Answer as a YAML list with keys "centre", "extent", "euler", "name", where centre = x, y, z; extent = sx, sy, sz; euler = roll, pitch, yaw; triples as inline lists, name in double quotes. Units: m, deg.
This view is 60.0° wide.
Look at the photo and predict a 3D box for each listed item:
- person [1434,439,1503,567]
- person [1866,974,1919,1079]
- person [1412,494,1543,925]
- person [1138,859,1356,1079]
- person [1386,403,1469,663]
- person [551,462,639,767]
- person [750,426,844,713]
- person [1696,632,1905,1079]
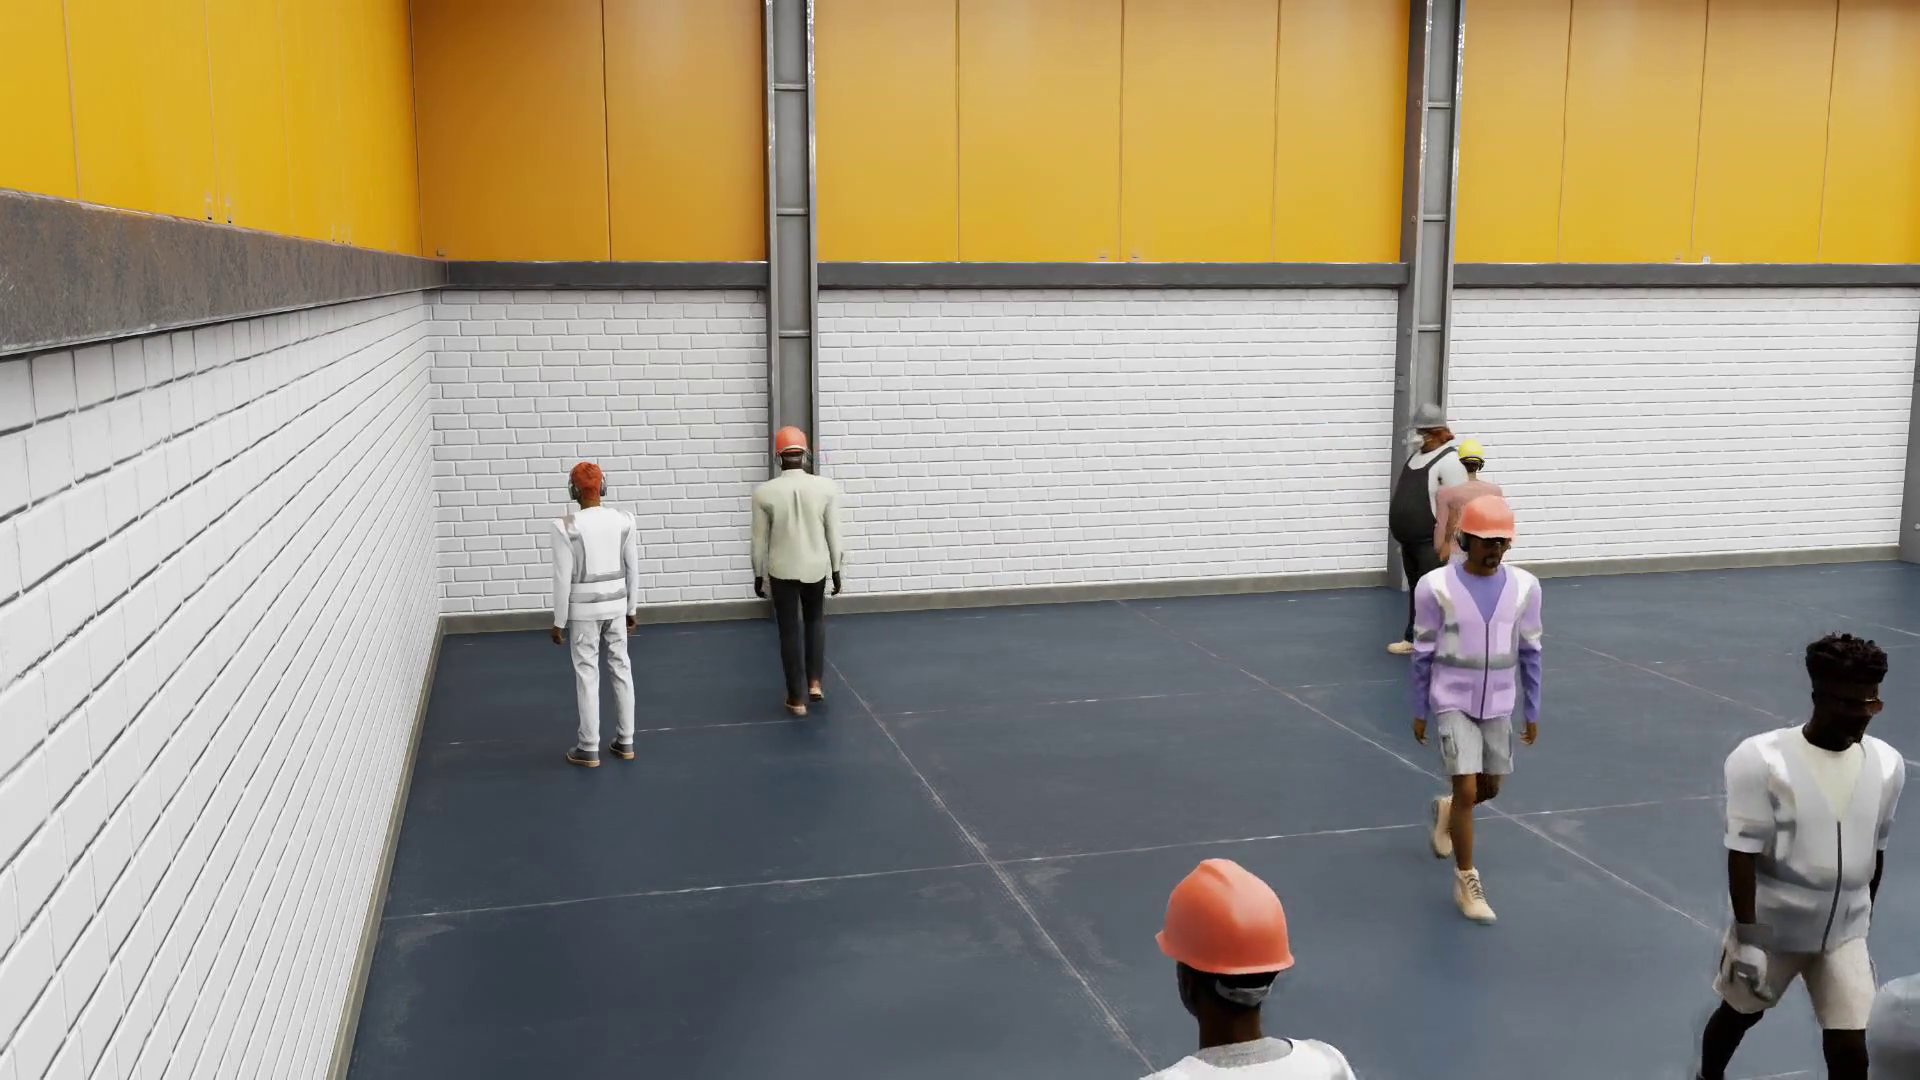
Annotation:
- centre: [3.893, 0.107, 12.811]
  extent: [0.529, 1.768, 0.312]
  euler: [0, 9, -2]
  name: "person"
- centre: [2.209, 1.542, 3.447]
  extent: [0.634, 1.912, 0.821]
  euler: [-2, 9, -11]
  name: "person"
- centre: [2.462, 0.754, 8.039]
  extent: [0.610, 2.015, 0.879]
  euler: [0, 9, -3]
  name: "person"
- centre: [0.478, 1.557, 3.306]
  extent: [0.570, 1.911, 0.683]
  euler: [-4, 10, -24]
  name: "person"
- centre: [3.617, -0.059, 12.988]
  extent: [0.536, 2.000, 0.682]
  euler: [-2, 9, -14]
  name: "person"
- centre: [-2.249, 0.454, 10.269]
  extent: [0.572, 1.887, 0.354]
  euler: [-7, 12, -38]
  name: "person"
- centre: [-1.141, 0.201, 11.521]
  extent: [0.629, 1.979, 0.496]
  euler: [-3, 9, -16]
  name: "person"
- centre: [2.736, 1.224, 5.398]
  extent: [0.606, 1.914, 1.025]
  euler: [0, 9, -2]
  name: "person"
